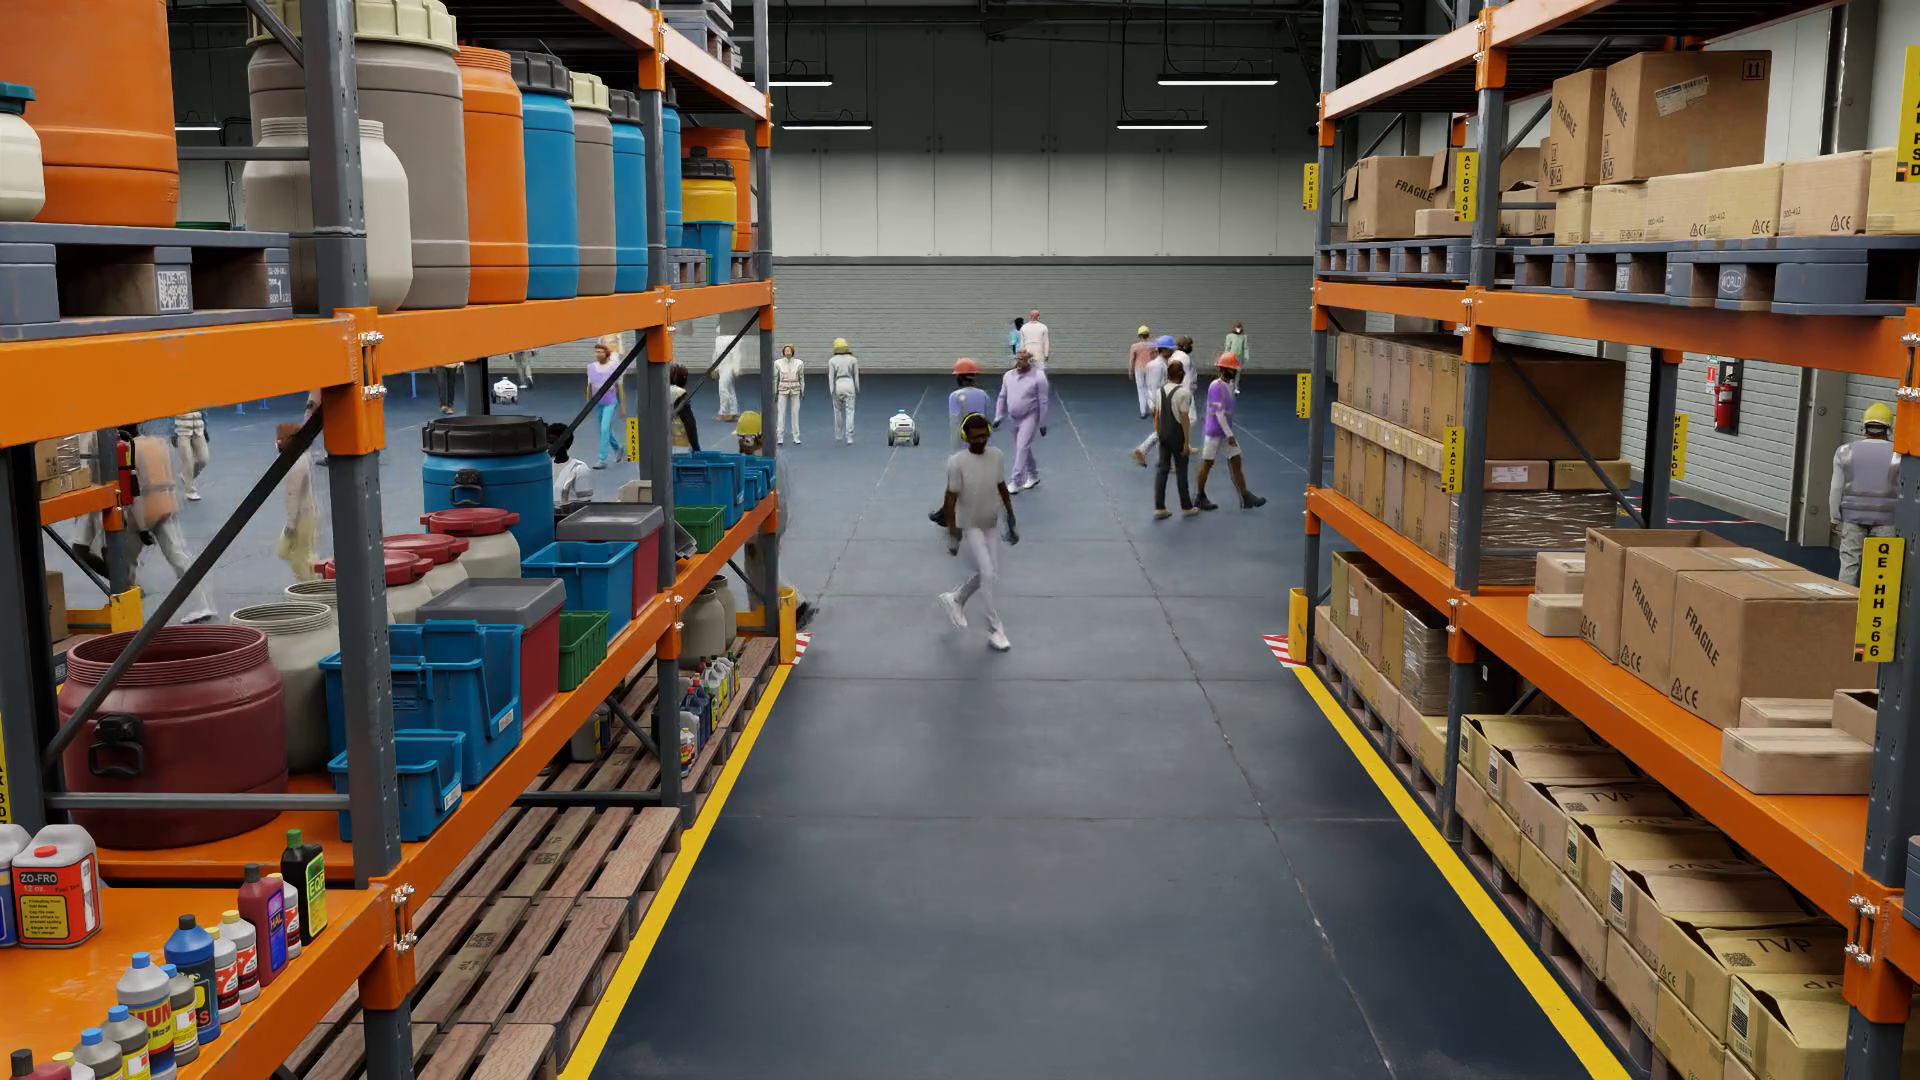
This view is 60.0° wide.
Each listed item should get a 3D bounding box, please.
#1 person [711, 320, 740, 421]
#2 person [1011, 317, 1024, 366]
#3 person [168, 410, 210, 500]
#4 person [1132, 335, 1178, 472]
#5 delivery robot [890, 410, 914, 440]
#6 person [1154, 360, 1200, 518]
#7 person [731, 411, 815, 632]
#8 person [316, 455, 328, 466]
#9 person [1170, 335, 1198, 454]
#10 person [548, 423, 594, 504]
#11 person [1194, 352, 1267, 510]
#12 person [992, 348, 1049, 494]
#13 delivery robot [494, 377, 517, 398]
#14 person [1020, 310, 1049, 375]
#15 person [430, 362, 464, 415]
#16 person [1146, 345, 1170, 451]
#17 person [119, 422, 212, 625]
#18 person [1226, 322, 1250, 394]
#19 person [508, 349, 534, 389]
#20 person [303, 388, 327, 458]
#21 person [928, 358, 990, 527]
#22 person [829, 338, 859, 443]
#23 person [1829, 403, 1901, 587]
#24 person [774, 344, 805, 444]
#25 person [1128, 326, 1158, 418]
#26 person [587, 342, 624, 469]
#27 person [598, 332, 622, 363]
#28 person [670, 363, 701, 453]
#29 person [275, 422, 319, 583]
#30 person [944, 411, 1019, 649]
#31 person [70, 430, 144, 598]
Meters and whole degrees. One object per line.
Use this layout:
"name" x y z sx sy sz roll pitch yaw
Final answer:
"person" -4.455 -3.161 30.948 0.791 1.912 0.666 -7 12 -36
"person" 1.327 -4.357 38.800 0.509 1.682 0.554 5 11 28
"person" -9.647 -1.317 20.767 0.423 1.622 0.531 6 11 34
"person" 2.792 -1.924 23.479 0.547 1.933 0.629 3 10 17
"delivery robot" -0.947 -1.882 27.208 0.477 0.478 0.707 -1 10 -8
"person" 2.498 -1.172 19.332 0.528 1.839 0.554 9 13 44
"person" -1.484 -0.089 12.844 0.555 1.815 0.607 2 10 11
"person" -8.982 -2.042 24.295 0.827 1.913 0.548 -2 10 -14
"person" 3.468 -2.235 25.656 0.481 1.831 0.667 -1 10 -7
"person" -3.148 -0.088 13.201 0.542 1.695 0.316 5 11 27
"person" 3.195 -1.276 19.731 0.977 1.885 0.544 7 12 38
"person" 0.817 -1.553 21.508 0.650 1.861 1.008 7 12 38
"delivery robot" -9.568 -3.183 35.002 0.477 0.478 0.707 -5 11 -28
"person" 1.637 -4.061 36.373 0.642 1.909 0.410 2 10 13
"person" -9.966 -3.402 32.298 0.649 1.939 1.006 -3 10 -19
"person" 3.215 -2.310 26.430 0.534 1.737 0.849 0 9 1
"person" -6.599 -0.211 13.482 1.029 1.859 0.603 2 10 9
"person" 6.273 -4.107 37.528 0.518 1.615 0.533 -2 10 -11
"person" -10.246 -4.445 38.740 0.659 1.879 0.704 -5 11 -27
"person" -9.731 -2.134 24.952 0.940 1.859 0.669 -6 11 -31
"person" 0.010 -1.050 18.354 0.574 1.896 0.930 -7 12 -38
"person" -1.917 -2.465 27.416 0.505 1.701 0.850 -1 10 -7
"person" 7.322 -0.184 13.375 0.600 1.829 0.404 6 11 33
"person" -2.789 -2.382 27.124 0.523 1.636 0.310 -2 10 -14
"person" 3.492 -3.212 31.768 0.552 1.729 0.799 0 9 -3
"person" -5.133 -1.978 24.176 0.574 1.816 0.842 4 10 21
"person" -7.987 -4.338 38.022 0.538 1.921 0.502 0 9 0
"person" -3.152 -1.107 18.959 0.747 1.810 0.630 -7 12 -37
"person" -5.563 -0.176 13.912 0.401 1.619 0.512 -3 10 -19
"person" 0.119 -0.110 12.940 0.615 1.825 0.793 -7 12 -37
"person" -6.922 -0.268 13.376 0.715 2.004 0.541 6 11 34
